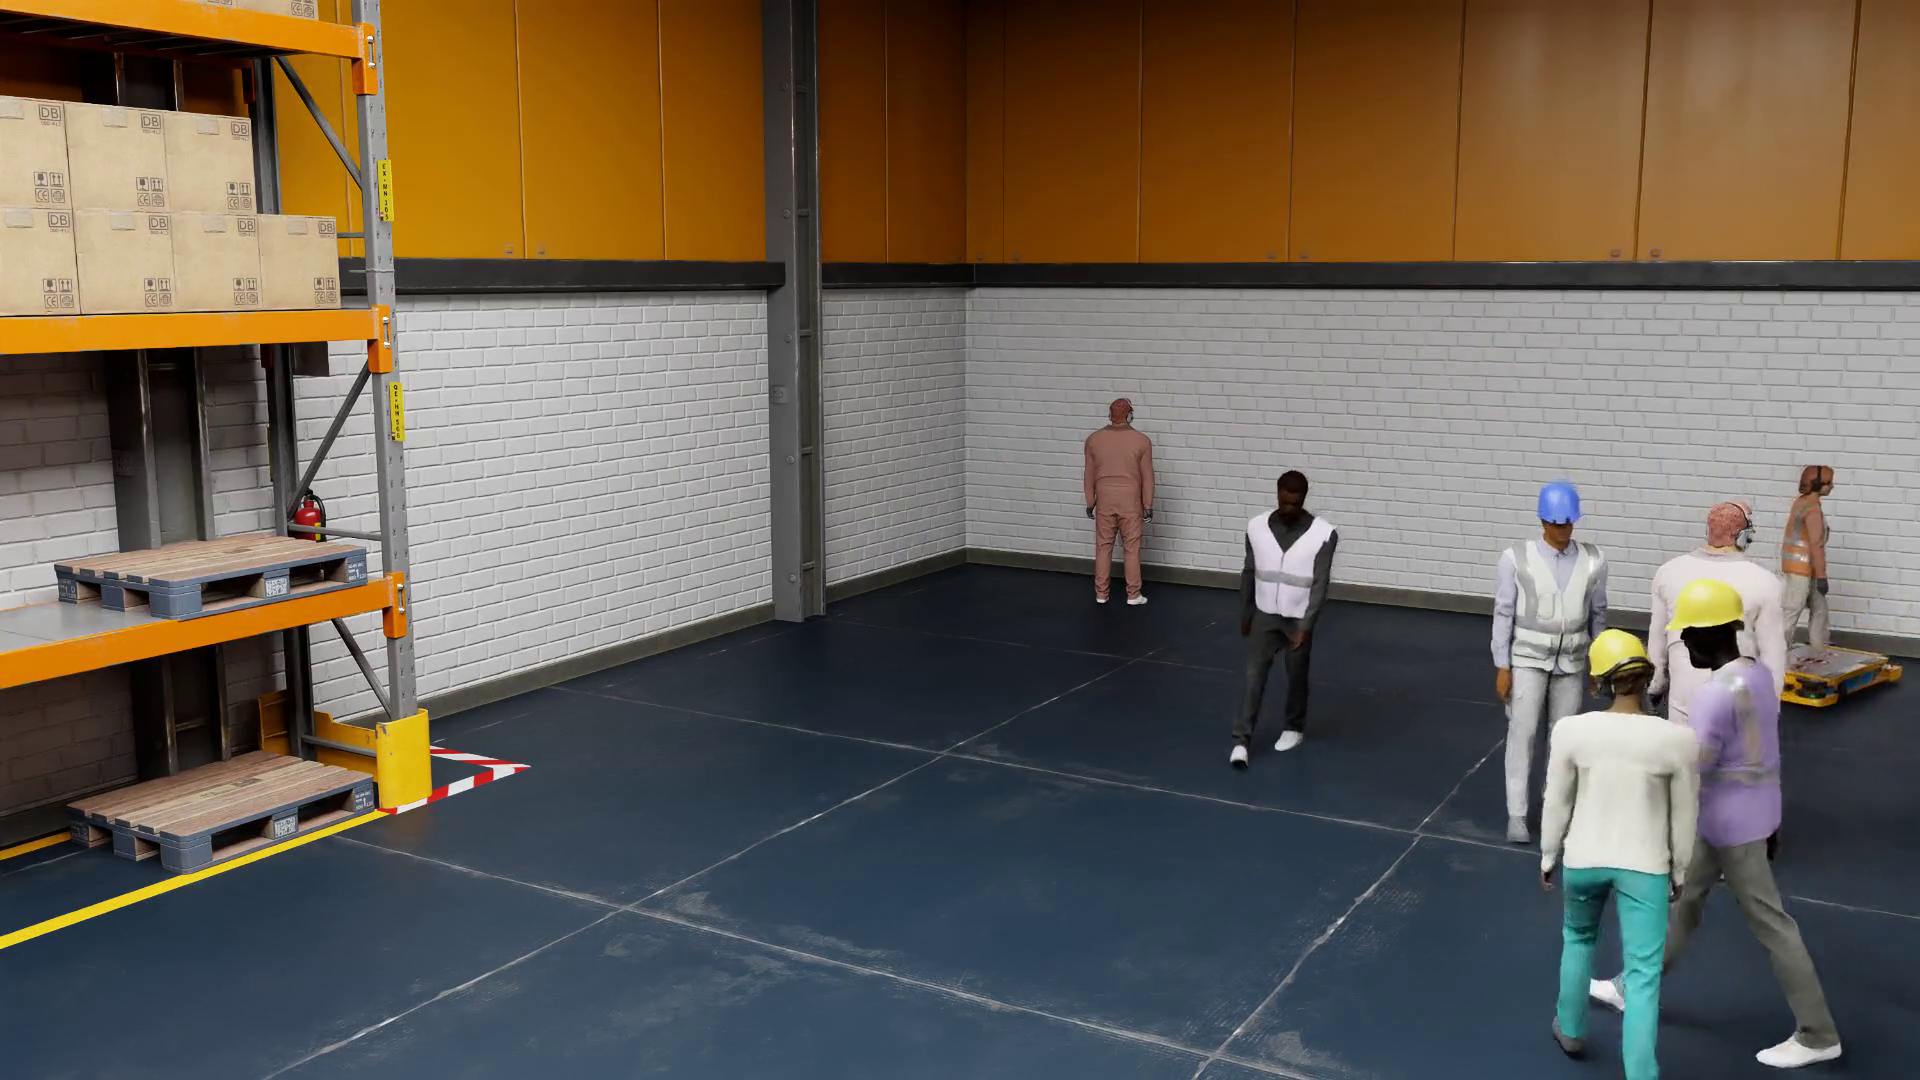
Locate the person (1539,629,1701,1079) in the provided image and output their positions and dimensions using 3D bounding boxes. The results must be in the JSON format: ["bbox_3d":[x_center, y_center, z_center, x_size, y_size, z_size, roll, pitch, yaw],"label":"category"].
[{"bbox_3d":[2.432,1.195,6.178,0.538,1.712,0.696,5,11,30],"label":"person"}]

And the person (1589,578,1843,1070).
[{"bbox_3d":[2.968,1.083,6.455,1.029,1.859,0.608,6,11,34],"label":"person"}]

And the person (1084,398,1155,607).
[{"bbox_3d":[1.463,-0.345,15.190,0.655,1.906,0.407,3,10,20],"label":"person"}]

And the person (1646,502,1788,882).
[{"bbox_3d":[3.809,0.758,8.414,0.488,1.898,0.706,-8,12,-41],"label":"person"}]

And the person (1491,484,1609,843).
[{"bbox_3d":[3.158,0.662,8.878,0.621,1.928,0.548,0,9,-3],"label":"person"}]

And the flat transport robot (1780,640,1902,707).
[{"bbox_3d":[6.247,0.960,12.137,1.431,0.197,0.652,-8,12,-40],"label":"flat transport robot"}]

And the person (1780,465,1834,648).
[{"bbox_3d":[6.385,0.252,12.360,0.716,1.608,0.550,3,10,19],"label":"person"}]

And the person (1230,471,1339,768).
[{"bbox_3d":[2.006,0.479,10.267,0.620,1.842,0.999,4,10,25],"label":"person"}]
